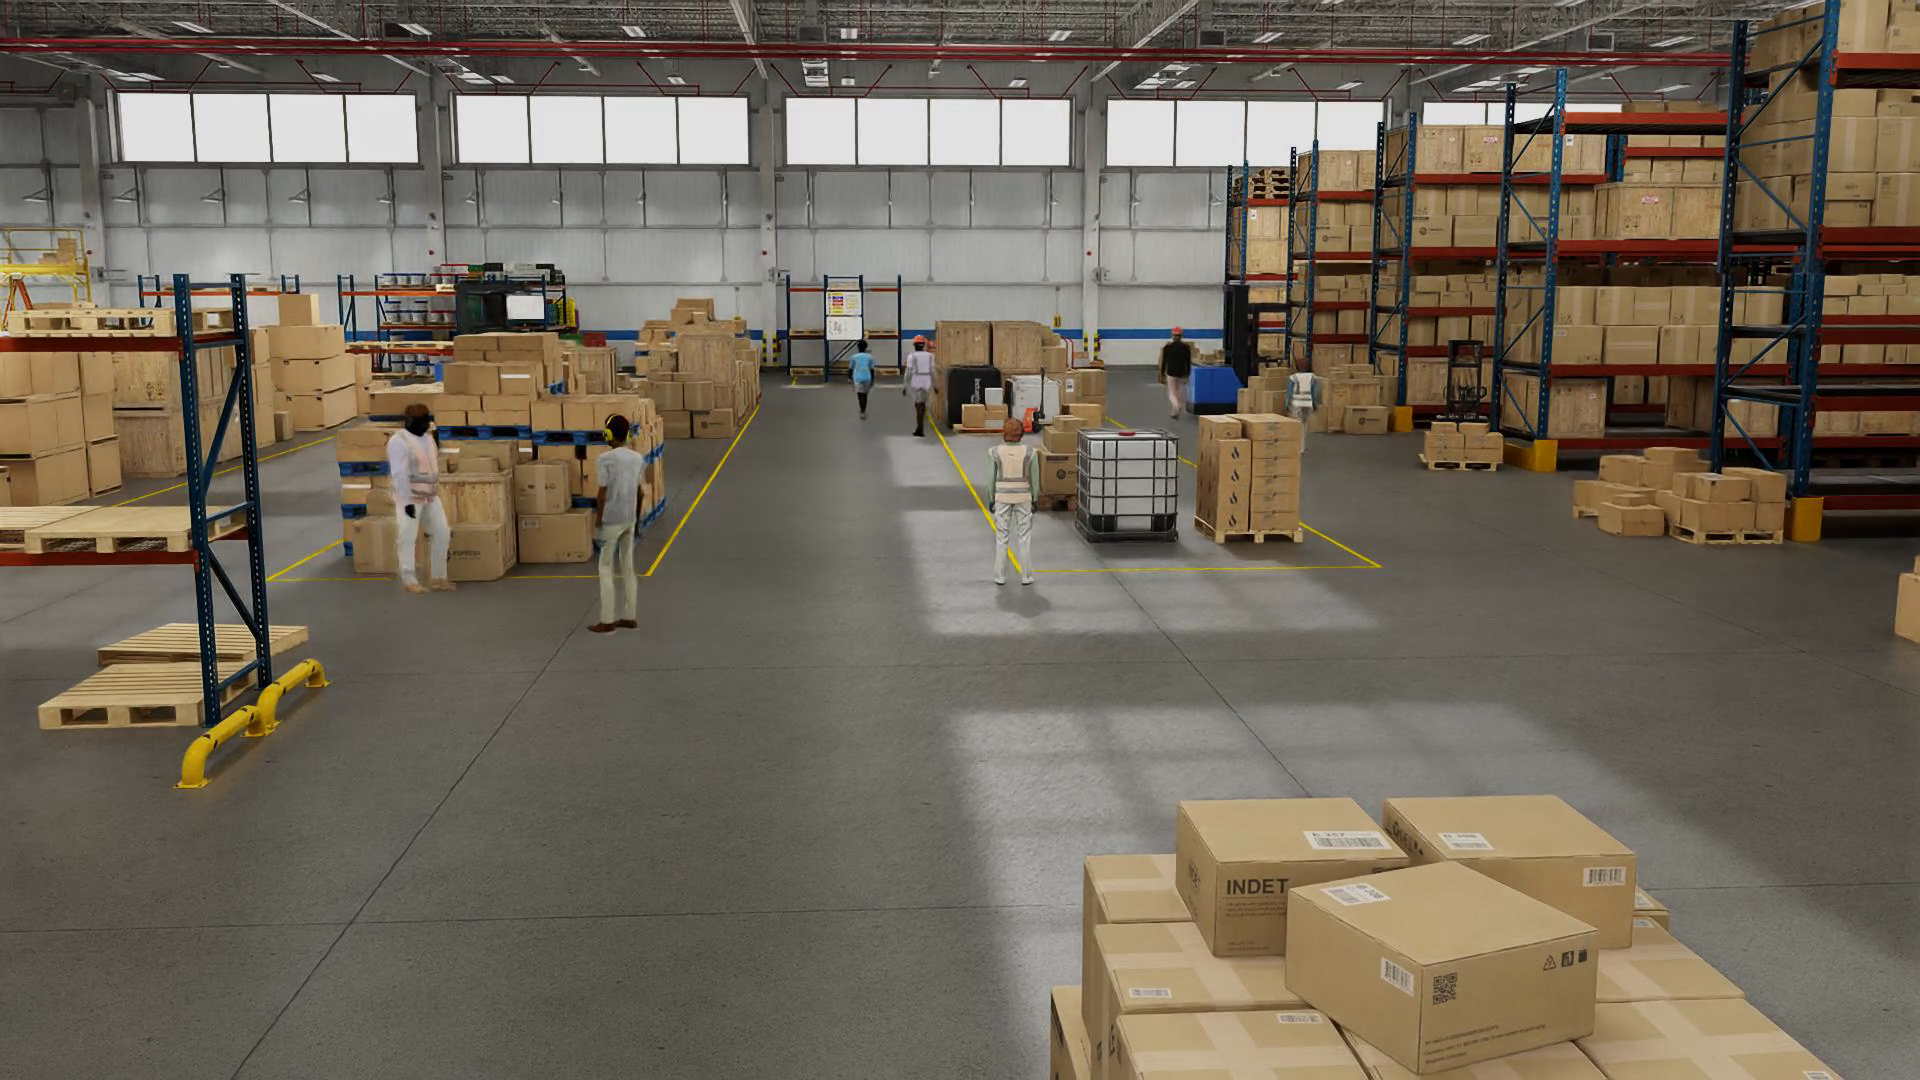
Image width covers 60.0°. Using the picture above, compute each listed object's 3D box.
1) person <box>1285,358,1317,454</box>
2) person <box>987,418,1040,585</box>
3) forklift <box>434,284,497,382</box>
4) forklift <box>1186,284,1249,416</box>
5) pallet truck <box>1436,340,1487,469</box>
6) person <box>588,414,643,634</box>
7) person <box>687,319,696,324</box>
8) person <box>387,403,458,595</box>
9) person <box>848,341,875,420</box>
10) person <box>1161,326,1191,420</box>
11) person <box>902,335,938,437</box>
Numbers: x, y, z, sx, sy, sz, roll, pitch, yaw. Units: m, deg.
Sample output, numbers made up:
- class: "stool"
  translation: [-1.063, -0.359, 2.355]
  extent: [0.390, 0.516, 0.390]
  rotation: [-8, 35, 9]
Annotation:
- class: "person"
  translation: [5.787, -2.289, 28.400]
  extent: [0.526, 1.602, 0.771]
  rotation: [-2, 9, -14]
- class: "person"
  translation: [0.520, -0.366, 16.214]
  extent: [0.517, 1.641, 0.308]
  rotation: [1, 9, 4]
- class: "forklift"
  translation: [-10.581, -4.210, 36.468]
  extent: [1.873, 2.768, 1.129]
  rotation: [6, 11, 34]
- class: "forklift"
  translation: [5.866, -4.067, 35.564]
  extent: [1.873, 2.768, 1.129]
  rotation: [-1, 9, -3]
- class: "pallet truck"
  translation: [8.004, -2.170, 26.422]
  extent: [0.823, 1.965, 1.885]
  rotation: [2, 9, 14]
- class: "person"
  translation: [-2.913, -0.136, 14.083]
  extent: [0.377, 1.862, 0.555]
  rotation: [7, 11, 35]
- class: "person"
  translation: [-6.756, -4.548, 41.580]
  extent: [0.397, 1.920, 0.709]
  rotation: [-3, 10, -21]
- class: "person"
  translation: [-5.056, -0.373, 15.697]
  extent: [0.628, 1.826, 0.630]
  rotation: [4, 10, 22]
- class: "person"
  translation: [-2.061, -3.366, 35.020]
  extent: [0.541, 1.651, 0.884]
  rotation: [-4, 10, -22]
- class: "person"
  translation: [4.510, -3.460, 34.597]
  extent: [0.628, 1.972, 0.678]
  rotation: [-2, 9, -12]
- class: "person"
  translation: [-0.765, -2.909, 31.387]
  extent: [0.678, 1.888, 0.742]
  rotation: [-4, 10, -24]
